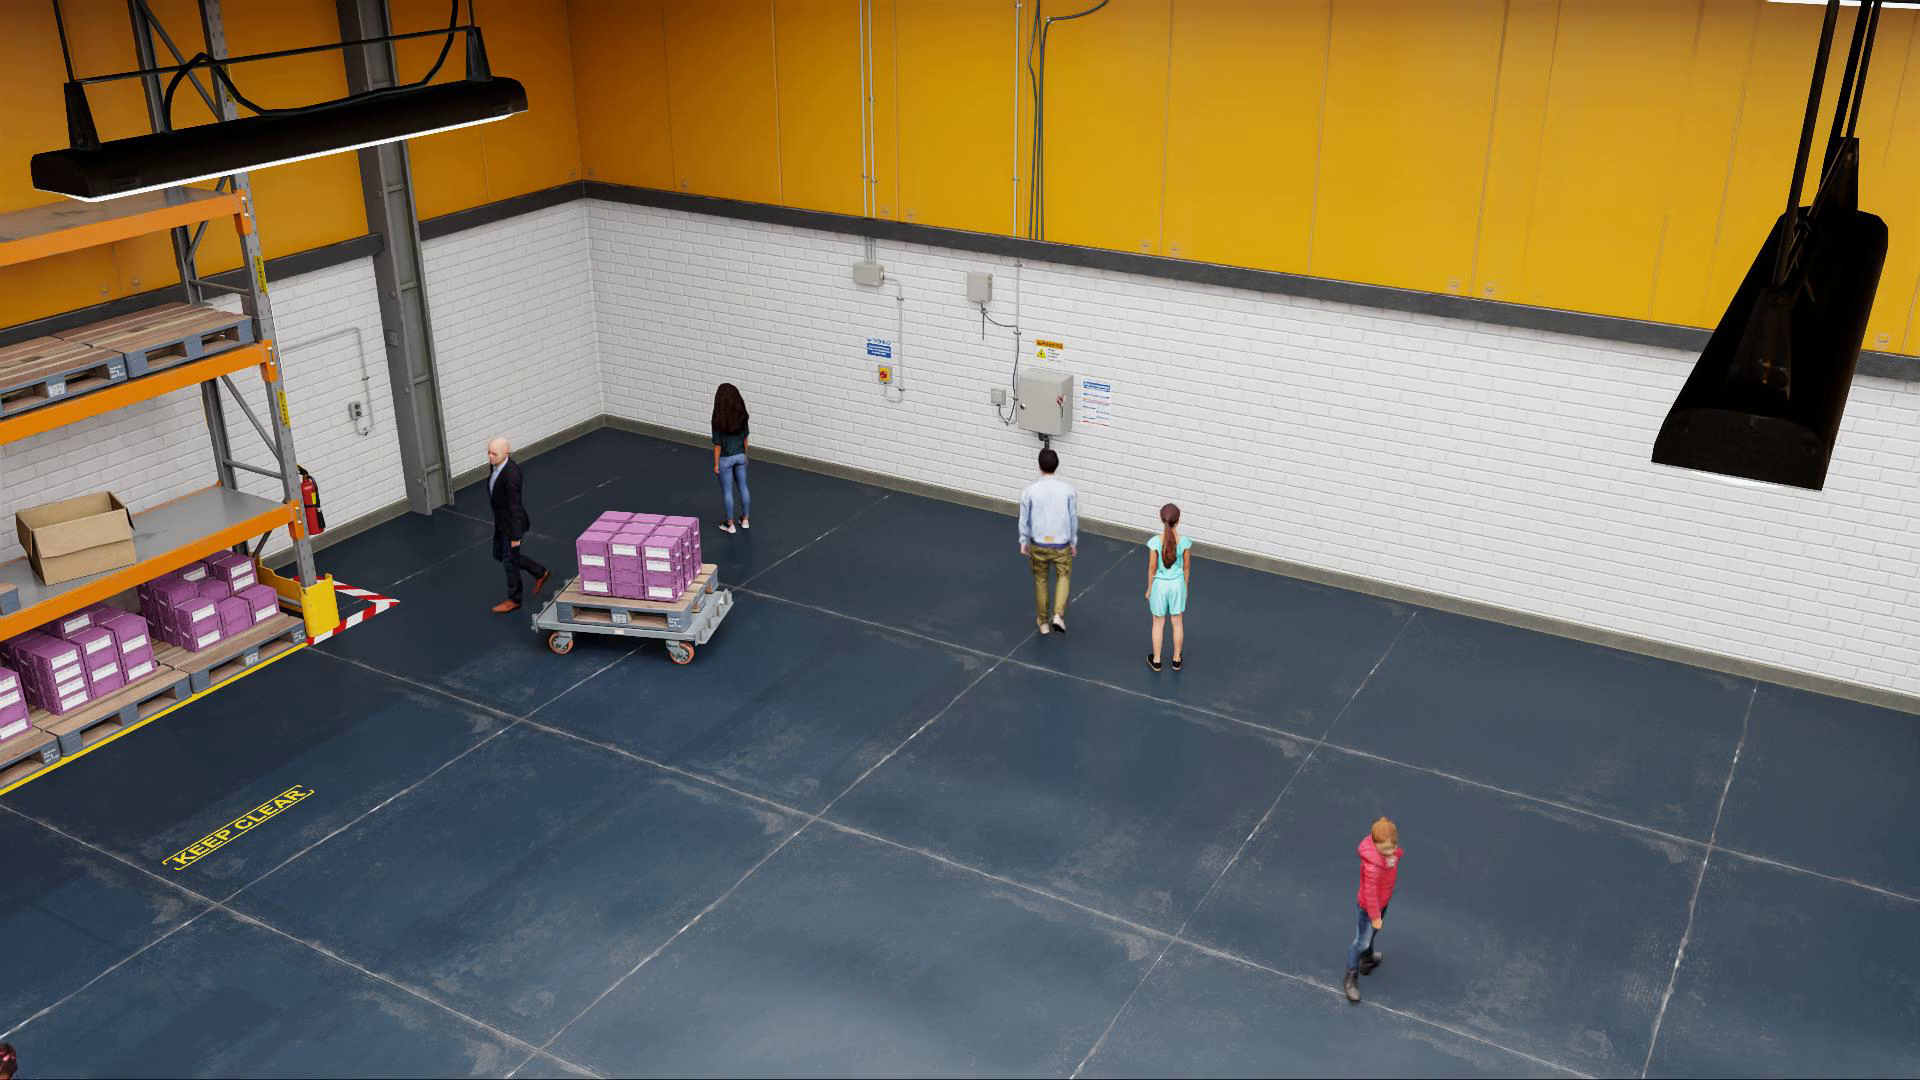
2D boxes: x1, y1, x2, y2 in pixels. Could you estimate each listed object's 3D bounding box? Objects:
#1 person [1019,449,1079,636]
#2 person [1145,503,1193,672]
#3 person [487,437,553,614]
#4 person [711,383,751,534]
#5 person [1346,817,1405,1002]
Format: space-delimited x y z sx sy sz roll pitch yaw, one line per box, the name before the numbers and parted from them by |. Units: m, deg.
person | 0.822 0.064 15.084 0.872 1.802 0.933 0 24 1
person | 1.825 0.411 14.594 0.641 1.558 0.676 0 24 -1
person | -4.159 -0.171 15.649 1.019 1.779 0.927 -14 27 -29
person | -2.399 -0.869 17.450 0.661 1.617 0.755 -15 28 -31
person | 2.638 2.282 10.635 0.776 1.301 0.479 11 26 24
